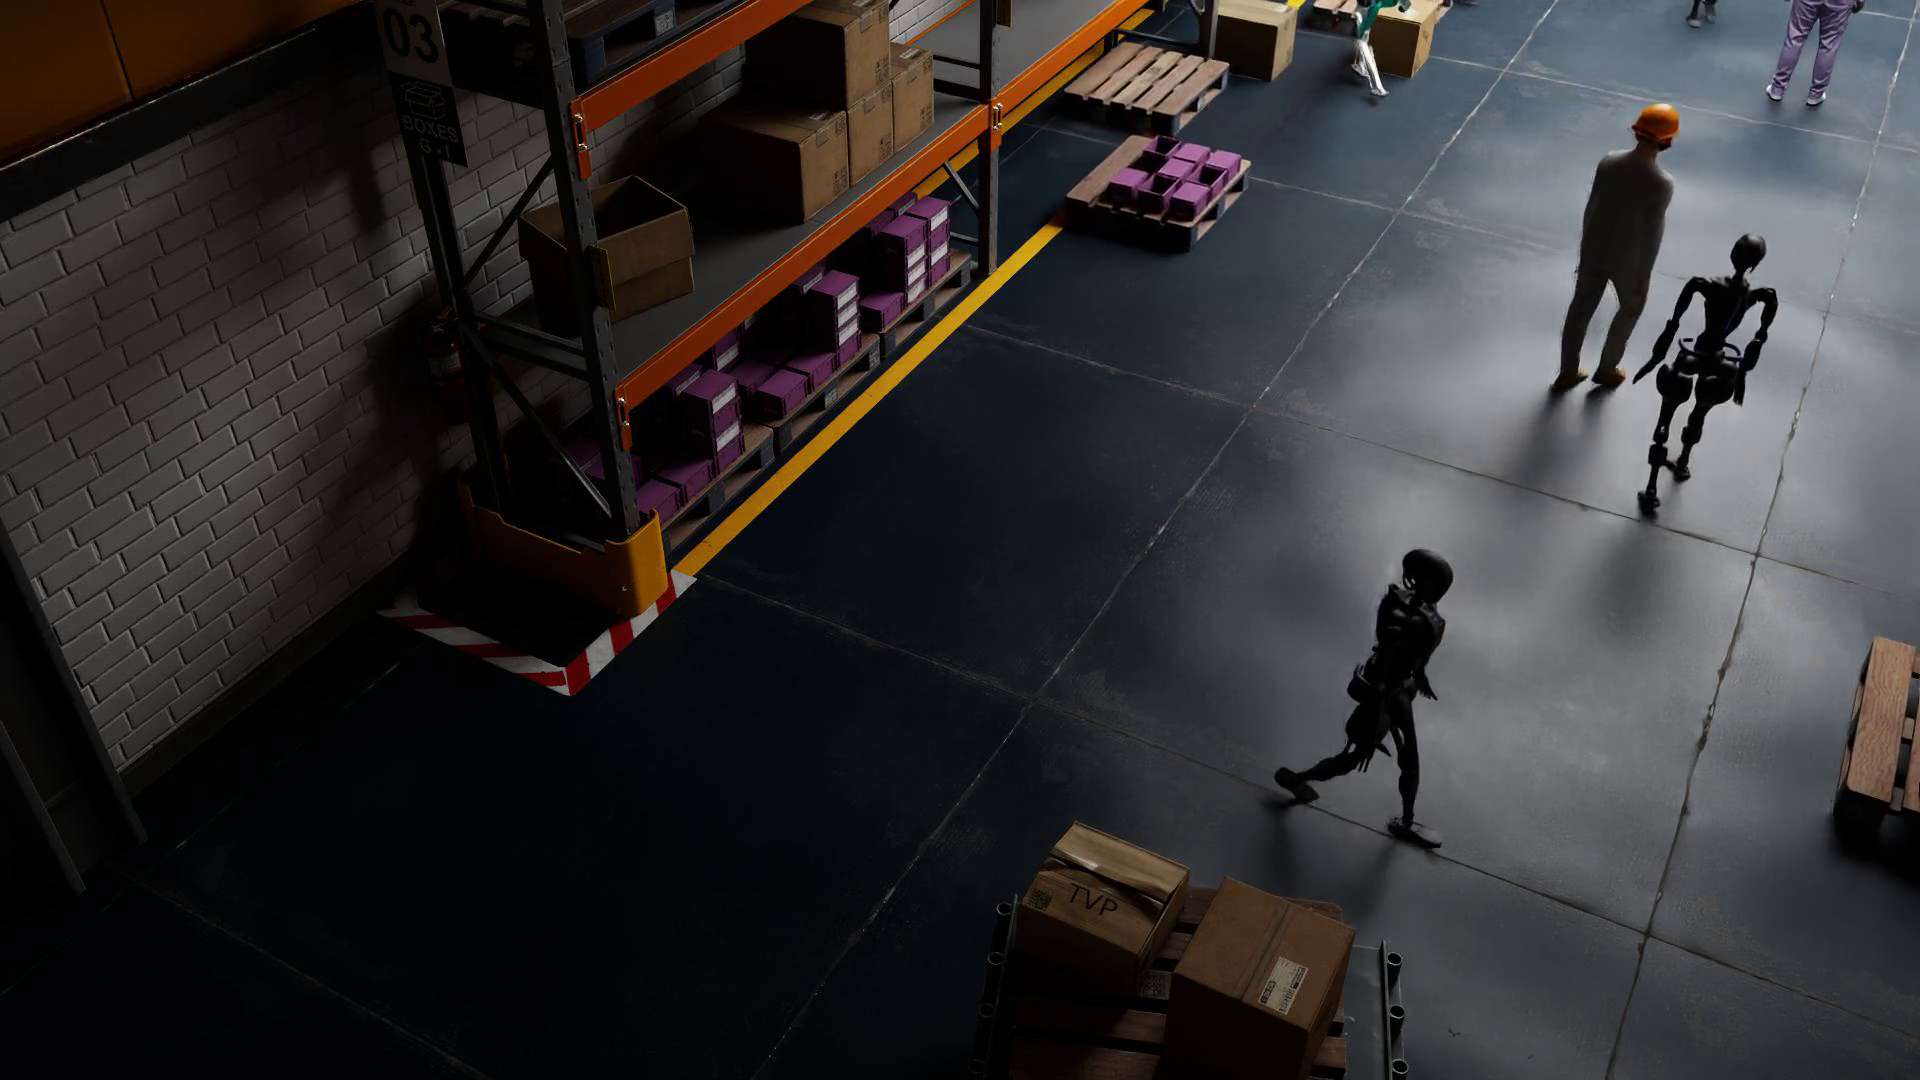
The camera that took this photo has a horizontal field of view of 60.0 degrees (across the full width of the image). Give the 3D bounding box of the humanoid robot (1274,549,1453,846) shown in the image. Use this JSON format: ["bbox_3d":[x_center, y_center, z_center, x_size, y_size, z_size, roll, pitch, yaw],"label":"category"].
[{"bbox_3d":[1.851,0.668,7.305,0.785,1.634,0.611,25,45,28],"label":"humanoid robot"}]

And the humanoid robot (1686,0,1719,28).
[{"bbox_3d":[6.857,-5.404,14.844,0.593,1.647,0.349,1,39,1],"label":"humanoid robot"}]

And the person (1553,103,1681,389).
[{"bbox_3d":[4.026,-1.773,10.149,0.595,1.874,0.580,-28,47,-31],"label":"person"}]

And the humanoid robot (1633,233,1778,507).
[{"bbox_3d":[4.135,-0.966,9.329,0.620,1.641,0.612,5,39,6],"label":"humanoid robot"}]

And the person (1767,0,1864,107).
[{"bbox_3d":[7.052,-4.489,13.522,0.641,1.908,0.402,17,42,20],"label":"person"}]

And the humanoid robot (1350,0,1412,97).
[{"bbox_3d":[3.445,-4.550,13.724,0.540,1.738,0.920,-12,40,-15],"label":"humanoid robot"}]
